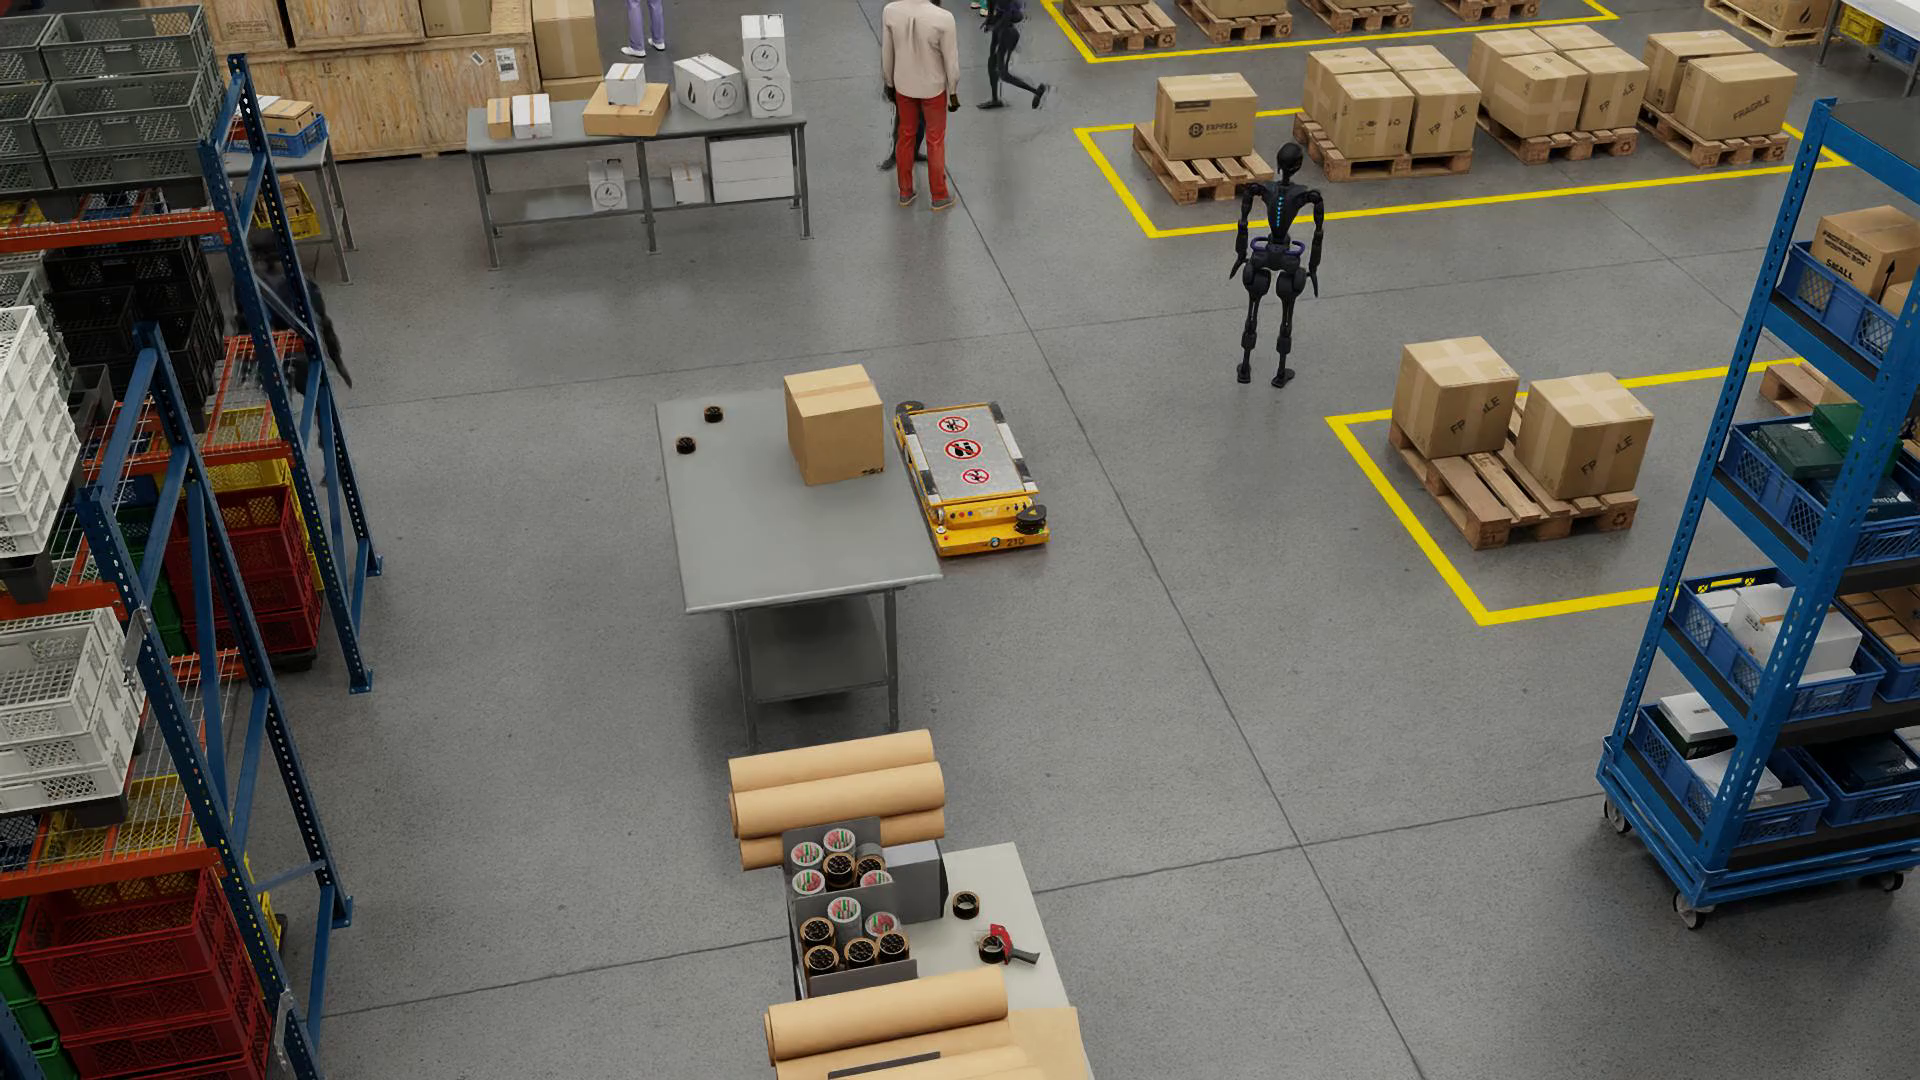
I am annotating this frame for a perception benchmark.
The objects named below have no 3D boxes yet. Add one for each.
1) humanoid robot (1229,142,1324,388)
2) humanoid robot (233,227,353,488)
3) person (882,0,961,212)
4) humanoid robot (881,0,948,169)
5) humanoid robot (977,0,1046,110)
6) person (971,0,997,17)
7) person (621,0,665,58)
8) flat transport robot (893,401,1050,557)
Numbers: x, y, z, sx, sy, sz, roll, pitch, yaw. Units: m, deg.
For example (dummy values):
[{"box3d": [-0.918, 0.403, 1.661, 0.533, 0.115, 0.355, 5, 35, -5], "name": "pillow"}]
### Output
[{"box3d": [2.041, -1.781, 10.755, 0.592, 1.657, 0.326, 11, 38, 14], "name": "humanoid robot"}, {"box3d": [-3.966, -1.033, 9.777, 0.653, 1.637, 0.447, 5, 37, 6], "name": "humanoid robot"}, {"box3d": [-0.290, -3.501, 12.812, 0.621, 1.996, 0.372, 13, 39, 17], "name": "person"}, {"box3d": [-0.374, -3.844, 13.557, 0.365, 1.639, 0.661, 30, 46, 34], "name": "humanoid robot"}, {"box3d": [0.441, -4.536, 14.474, 0.530, 1.628, 0.636, -7, 37, -10], "name": "humanoid robot"}, {"box3d": [0.281, -6.118, 16.527, 0.320, 1.760, 0.522, -12, 38, -15], "name": "person"}, {"box3d": [-3.069, -5.495, 15.550, 0.585, 1.928, 0.374, -29, 45, -33], "name": "person"}, {"box3d": [0.046, -0.430, 10.108, 0.652, 0.197, 1.431, -8, 37, -10], "name": "flat transport robot"}]
